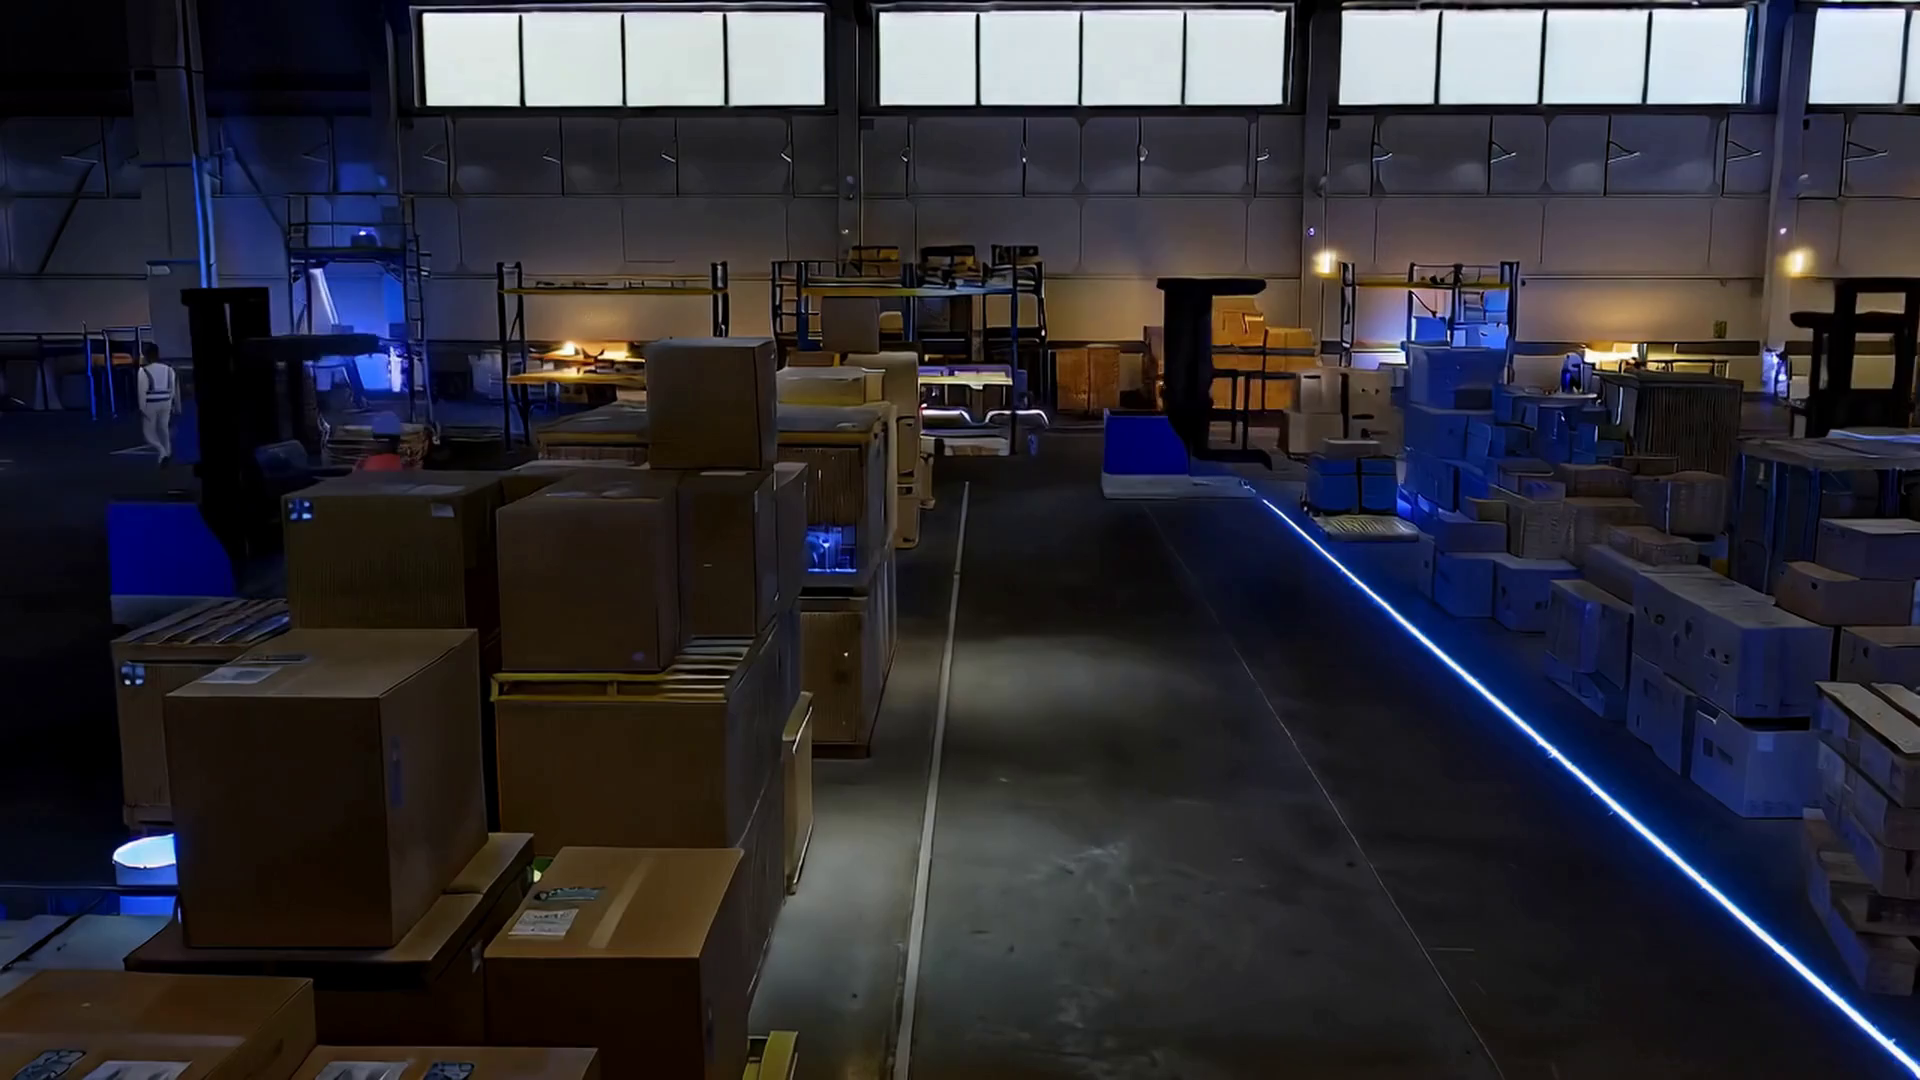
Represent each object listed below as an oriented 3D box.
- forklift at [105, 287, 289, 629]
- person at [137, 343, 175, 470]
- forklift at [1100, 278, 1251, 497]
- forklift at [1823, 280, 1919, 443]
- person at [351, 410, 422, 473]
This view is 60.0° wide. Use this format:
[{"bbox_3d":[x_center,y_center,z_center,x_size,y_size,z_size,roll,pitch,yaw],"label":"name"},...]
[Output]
[{"bbox_3d":[-6.048,-0.715,13.921,1.873,2.768,1.129,0,9,1],"label":"forklift"},{"bbox_3d":[-11.686,-1.931,24.249,0.457,1.871,0.575,6,11,33],"label":"person"},{"bbox_3d":[2.810,-2.008,21.660,1.873,2.768,1.129,0,9,1],"label":"forklift"},{"bbox_3d":[10.692,-1.653,19.534,1.129,2.768,1.873,0,9,1],"label":"forklift"},{"bbox_3d":[-4.314,-0.038,12.739,0.571,1.913,0.780,0,9,-1],"label":"person"}]
